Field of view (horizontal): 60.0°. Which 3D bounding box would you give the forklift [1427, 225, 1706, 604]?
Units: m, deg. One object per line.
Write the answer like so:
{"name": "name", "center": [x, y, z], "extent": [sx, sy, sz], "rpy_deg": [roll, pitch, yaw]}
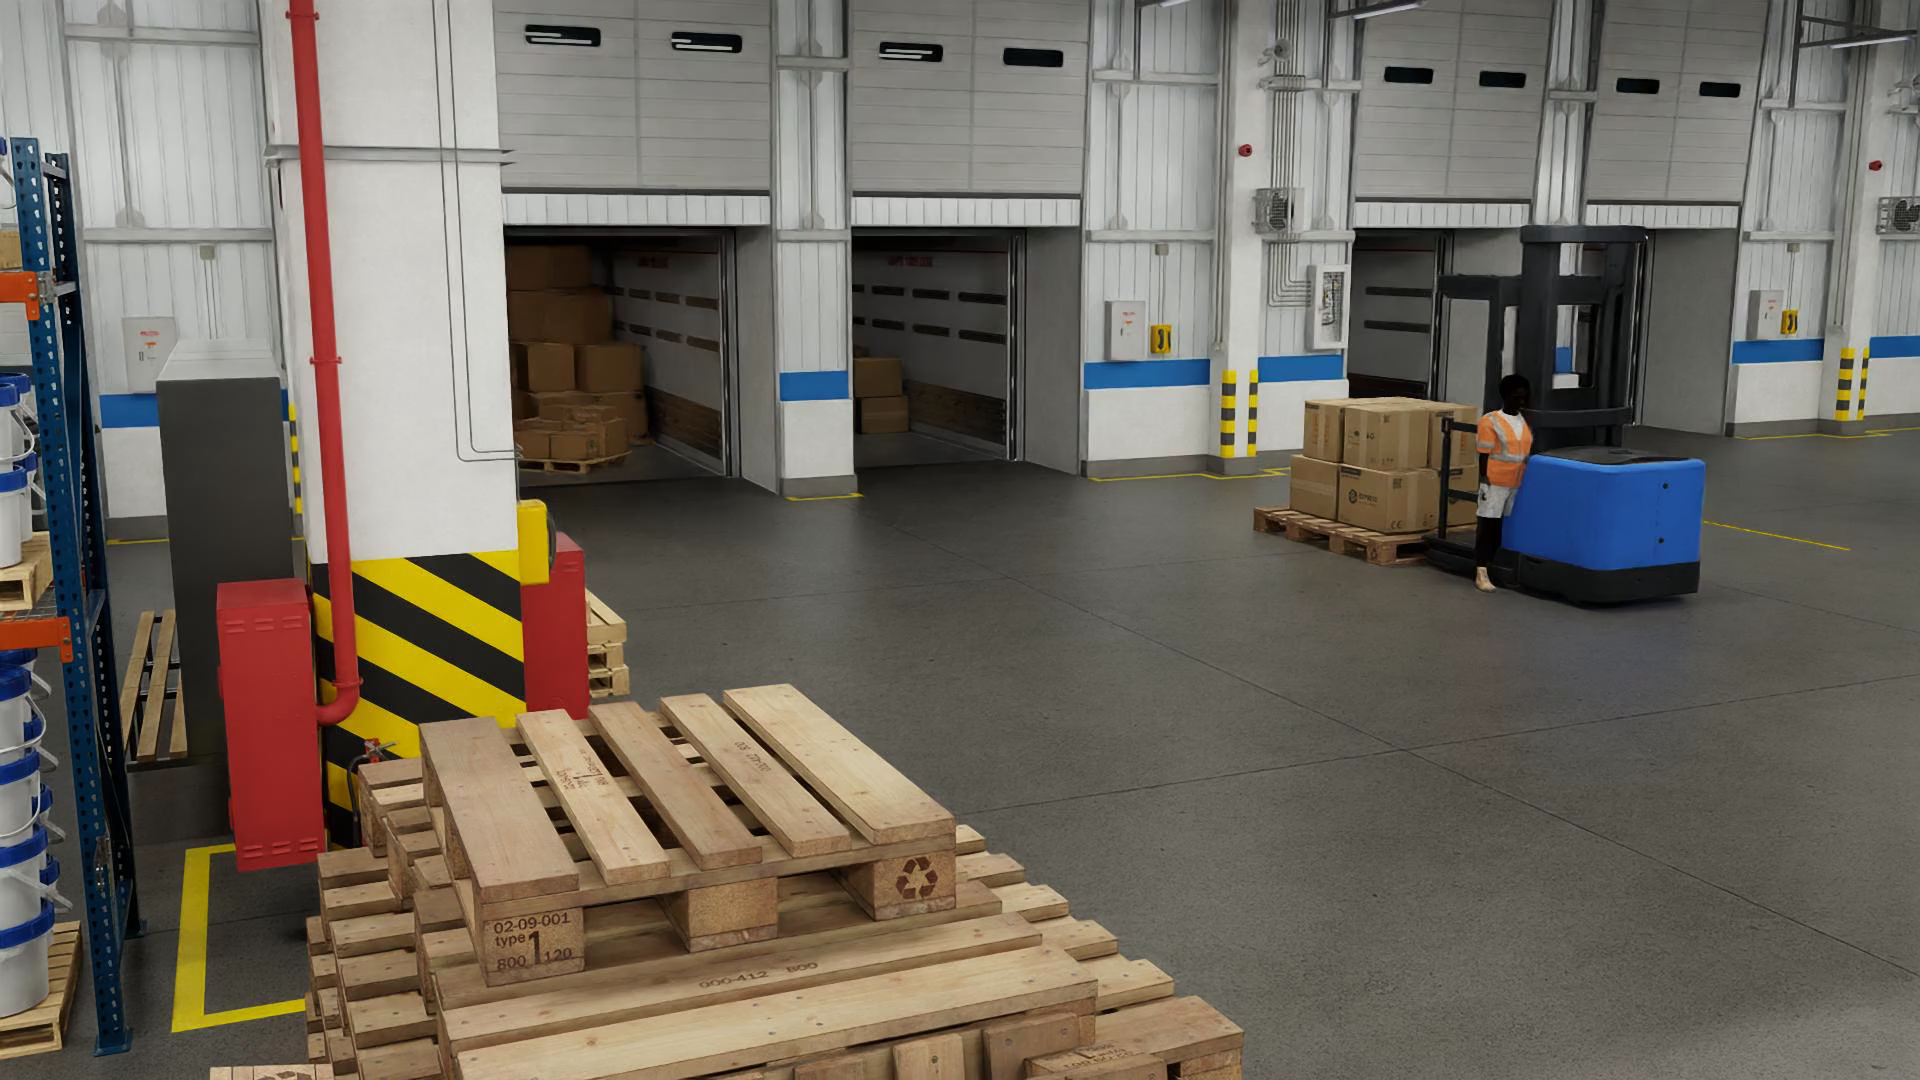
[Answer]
{"name": "forklift", "center": [4.762, -1.043, 12.937], "extent": [1.129, 2.768, 1.873], "rpy_deg": [-4, 11, -23]}

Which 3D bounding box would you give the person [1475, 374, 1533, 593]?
{"name": "person", "center": [4.228, -0.440, 12.886], "extent": [0.532, 1.694, 0.319], "rpy_deg": [-4, 11, -21]}
